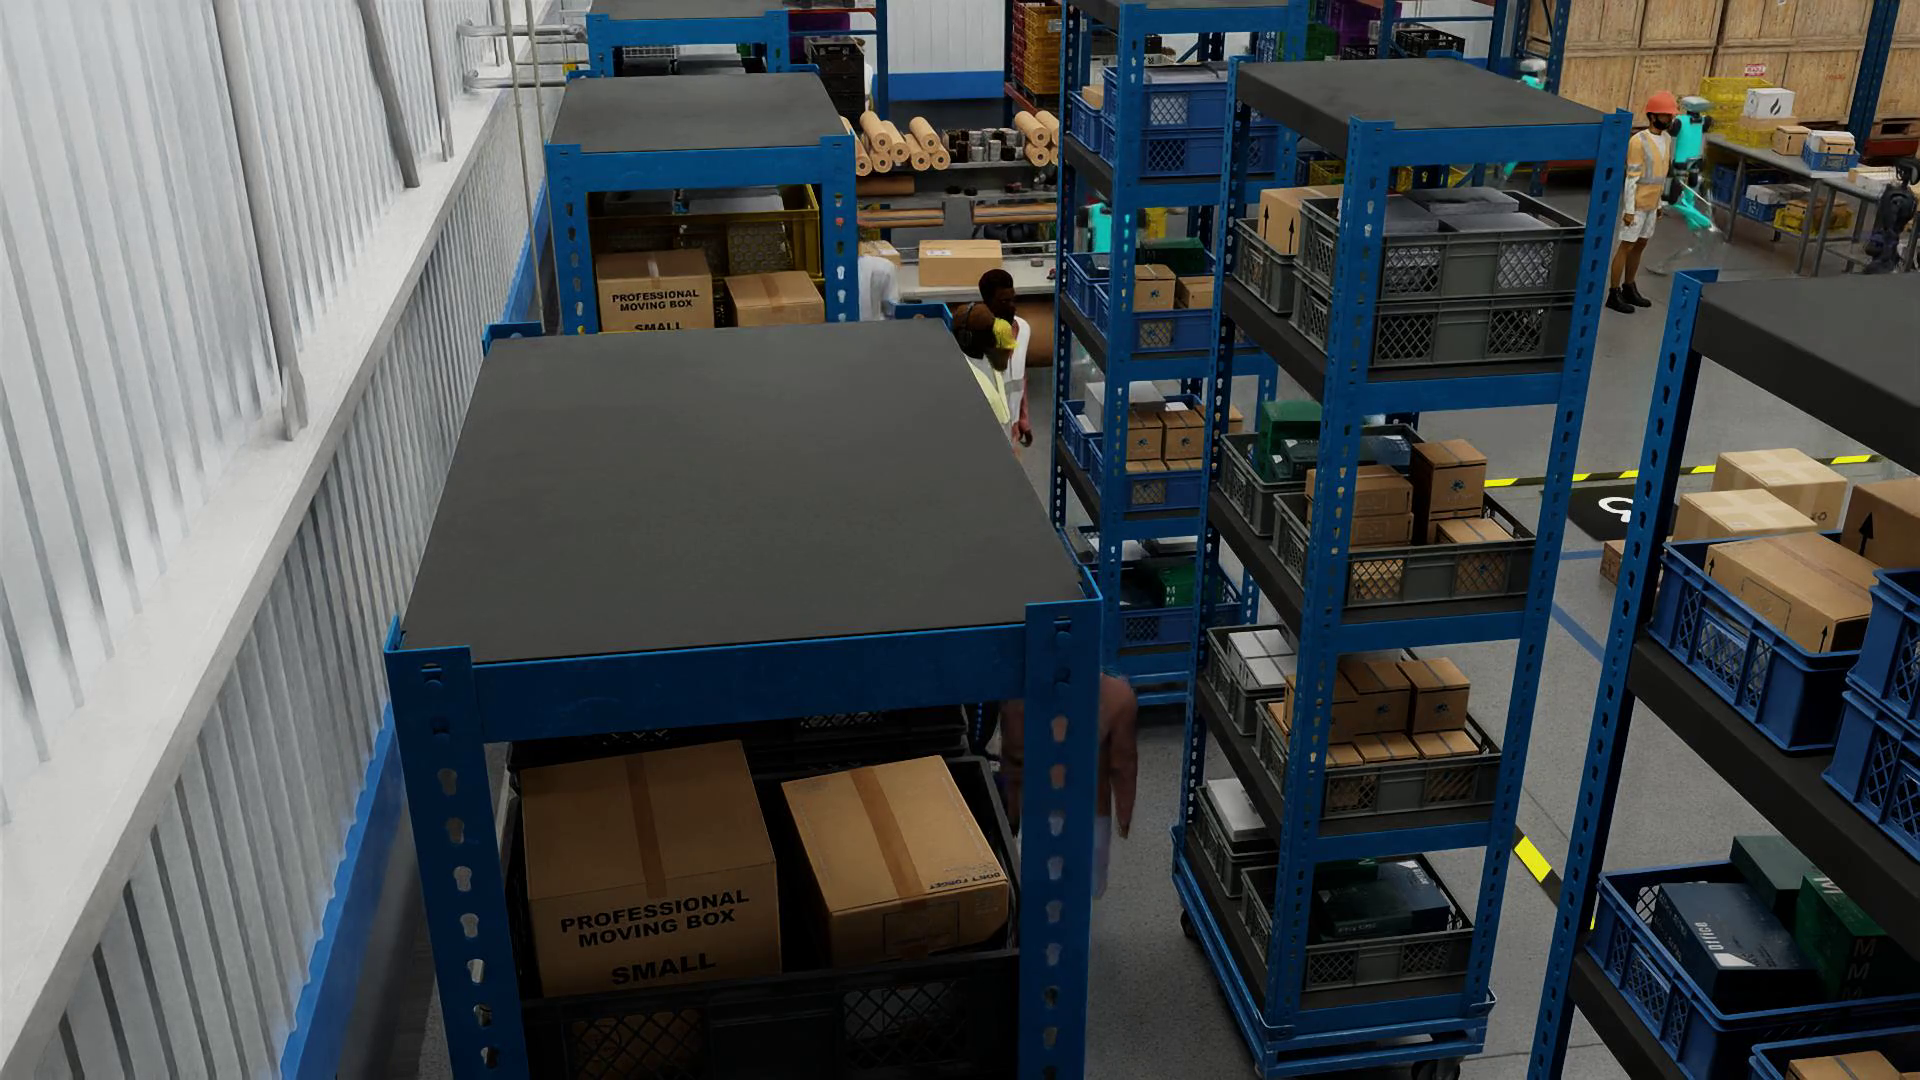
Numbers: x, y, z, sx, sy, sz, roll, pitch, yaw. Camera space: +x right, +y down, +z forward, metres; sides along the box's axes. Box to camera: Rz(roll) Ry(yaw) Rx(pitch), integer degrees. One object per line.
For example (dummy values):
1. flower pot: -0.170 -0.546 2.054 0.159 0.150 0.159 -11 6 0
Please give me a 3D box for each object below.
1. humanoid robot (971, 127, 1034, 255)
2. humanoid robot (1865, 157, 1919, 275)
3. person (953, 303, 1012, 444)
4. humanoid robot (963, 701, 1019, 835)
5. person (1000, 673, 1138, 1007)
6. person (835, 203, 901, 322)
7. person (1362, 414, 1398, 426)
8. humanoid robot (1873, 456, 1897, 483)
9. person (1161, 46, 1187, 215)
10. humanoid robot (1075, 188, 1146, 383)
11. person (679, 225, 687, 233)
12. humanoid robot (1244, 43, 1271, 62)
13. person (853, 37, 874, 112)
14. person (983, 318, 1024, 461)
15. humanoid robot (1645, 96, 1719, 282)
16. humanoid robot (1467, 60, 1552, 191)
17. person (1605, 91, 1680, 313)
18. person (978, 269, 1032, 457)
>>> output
1. humanoid robot: 0.409 -2.808 14.724 0.590 1.647 0.423 -9 26 -20
2. humanoid robot: 7.596 -2.367 13.783 0.618 1.639 0.609 16 29 30
3. person: 0.078 -0.445 9.384 0.429 1.843 0.624 8 26 17
4. humanoid robot: 0.022 1.026 6.394 0.611 1.647 0.509 -3 25 -6
5. person: 0.404 0.984 6.400 0.517 1.746 0.657 -1 25 -3
6. person: -0.681 -1.134 10.725 0.650 1.989 0.910 -1 25 -1
7. person: 1.944 0.109 8.170 0.611 1.838 0.514 -2 25 -4
8. humanoid robot: 6.415 -1.042 10.870 0.841 1.821 0.535 -14 28 -28
9. person: 2.106 -4.418 18.041 0.746 1.821 0.524 0 25 -1
10. humanoid robot: 1.099 -1.725 12.286 0.541 1.740 0.918 1 25 3
11. person: -1.903 -1.799 12.293 0.507 1.872 0.328 9 26 19
12. humanoid robot: 3.161 -4.646 18.714 0.544 1.782 1.031 14 28 28
13. person: -1.202 -4.691 18.623 0.565 1.836 0.384 -19 31 -35
14. person: 0.188 -0.461 9.569 0.748 1.710 0.493 0 25 -1
15. humanoid robot: 6.943 -3.203 15.562 0.530 1.779 1.013 -13 28 -26
16. humanoid robot: 5.809 -4.256 17.835 0.531 1.799 0.798 -18 30 -33
17. person: 6.105 -3.009 14.838 0.543 1.942 0.348 -19 31 -35
18. person: 0.192 -0.655 9.749 0.393 1.919 0.590 21 32 38
